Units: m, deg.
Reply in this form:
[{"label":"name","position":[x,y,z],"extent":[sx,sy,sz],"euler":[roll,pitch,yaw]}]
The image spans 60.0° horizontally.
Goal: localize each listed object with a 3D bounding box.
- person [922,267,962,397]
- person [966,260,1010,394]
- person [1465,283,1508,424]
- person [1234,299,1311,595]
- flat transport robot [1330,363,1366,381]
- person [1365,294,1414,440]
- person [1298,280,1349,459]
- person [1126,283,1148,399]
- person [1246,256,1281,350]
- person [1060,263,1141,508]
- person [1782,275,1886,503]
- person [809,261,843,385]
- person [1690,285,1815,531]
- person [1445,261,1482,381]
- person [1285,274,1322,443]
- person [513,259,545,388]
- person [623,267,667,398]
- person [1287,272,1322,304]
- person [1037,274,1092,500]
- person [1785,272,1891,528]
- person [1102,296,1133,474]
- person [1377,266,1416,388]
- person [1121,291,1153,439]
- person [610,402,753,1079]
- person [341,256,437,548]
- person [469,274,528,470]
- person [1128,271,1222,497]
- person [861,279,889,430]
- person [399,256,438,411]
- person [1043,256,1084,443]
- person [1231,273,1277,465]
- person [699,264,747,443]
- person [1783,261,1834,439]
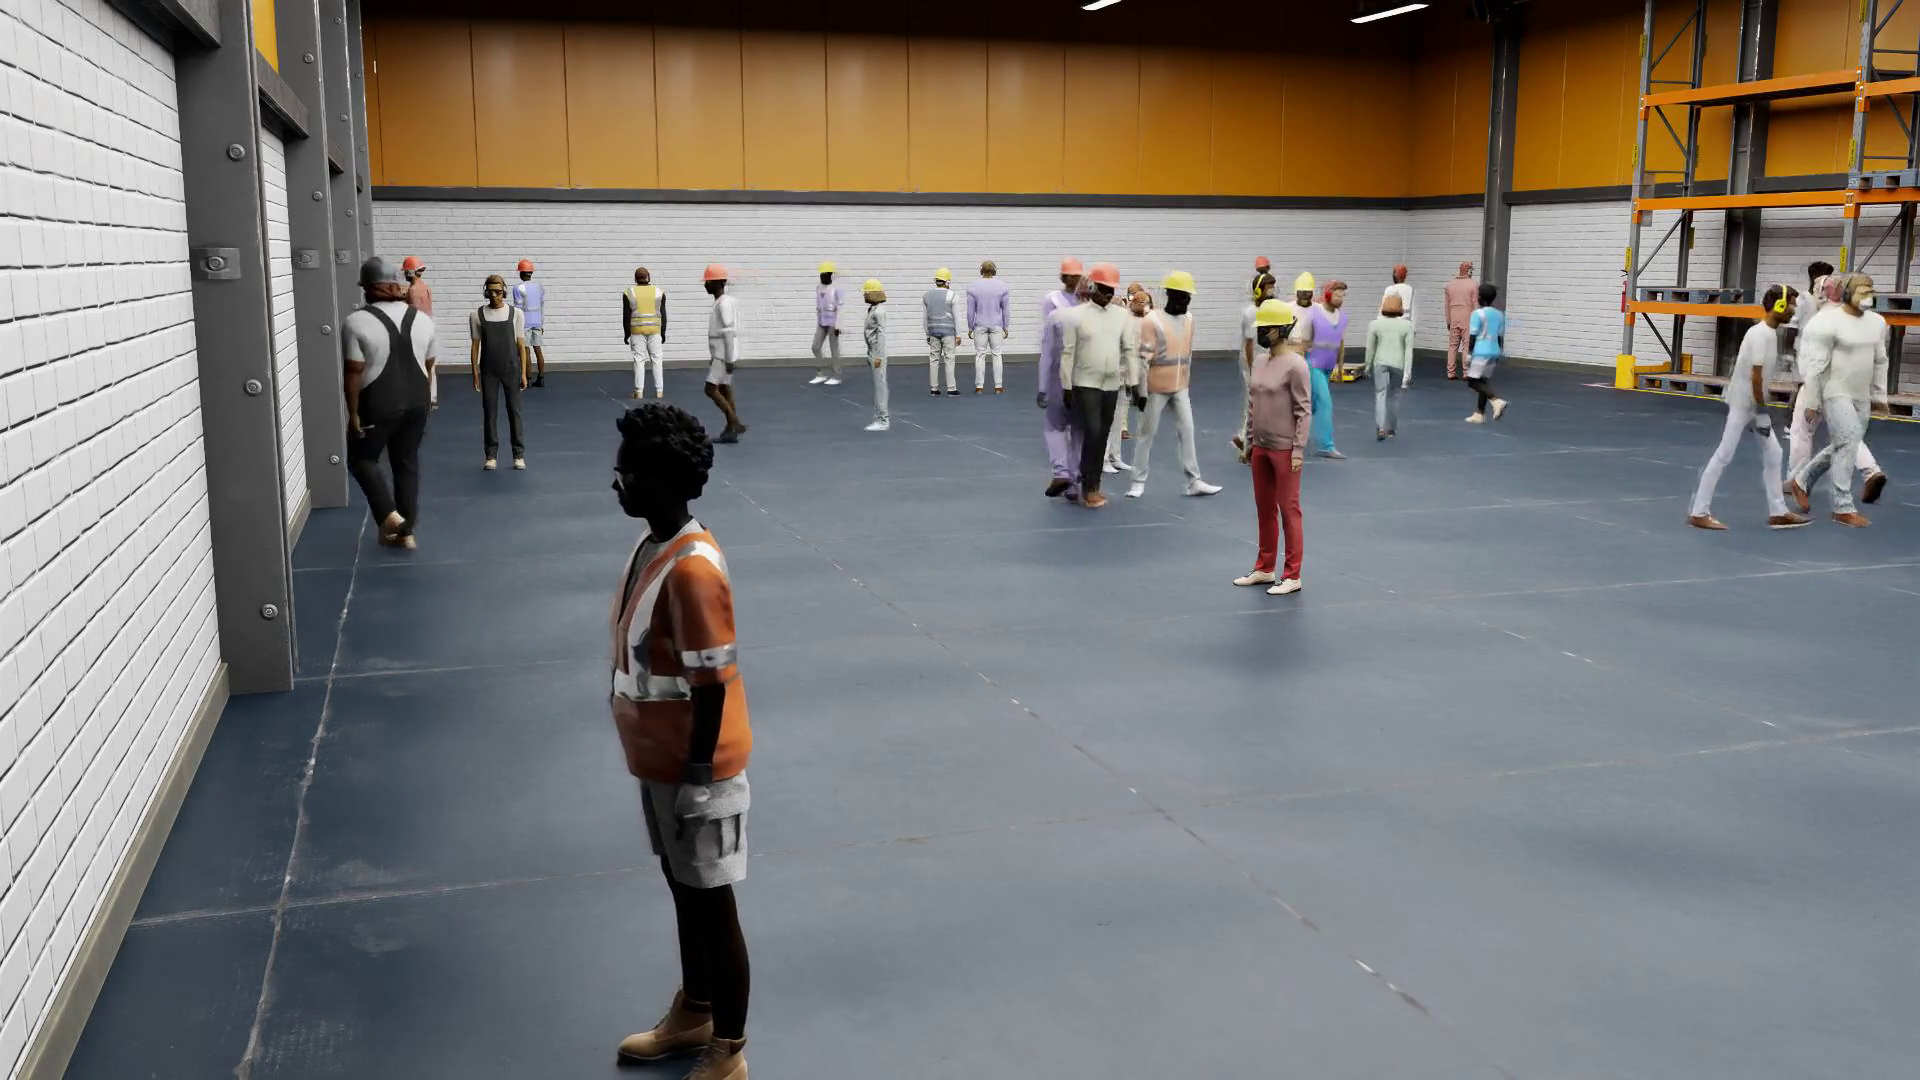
[{"label":"person","position":[-0.234,-2.945,23.633],"extent":[0.590,1.833,0.404],"euler":[5,11,25]},{"label":"person","position":[0.406,-3.075,24.082],"extent":[0.630,1.940,0.372],"euler":[0,10,-1]},{"label":"person","position":[6.269,-2.193,19.700],"extent":[0.533,1.683,0.568],"euler":[-7,12,-36]},{"label":"person","position":[1.877,-0.554,9.987],"extent":[0.327,1.767,0.533],"euler":[-5,11,-26]},{"label":"flat transport robot","position":[6.145,-2.730,26.905],"extent":[0.652,0.197,1.431],"euler":[4,11,22]},{"label":"person","position":[4.715,-1.904,18.293],"extent":[0.505,1.599,0.811],"euler":[3,10,15]},{"label":"person","position":[3.556,-1.727,16.754],"extent":[0.585,1.791,0.873],"euler":[-8,13,-39]},{"label":"person","position":[2.425,-2.745,23.051],"extent":[0.280,1.633,0.499],"euler":[-8,13,-39]},{"label":"person","position":[5.434,-4.081,29.763],"extent":[0.645,1.974,1.068],"euler":[1,10,6]},{"label":"person","position":[1.161,-1.233,13.369],"extent":[0.607,1.957,0.734],"euler":[-5,11,-27]},{"label":"person","position":[7.216,-1.245,13.711],"extent":[0.646,1.871,0.920],"euler":[-5,11,-26]},{"label":"person","position":[-2.097,-3.334,25.645],"extent":[0.612,1.907,0.650],"euler":[9,13,41]},{"label":"person","position":[5.886,-0.960,12.239],"extent":[0.831,1.806,0.539],"euler":[7,12,36]},{"label":"person","position":[8.078,-3.502,26.645],"extent":[0.407,1.908,0.641],"euler":[-8,13,-38]},{"label":"person","position":[3.693,-1.954,17.939],"extent":[0.614,1.817,0.432],"euler":[0,10,3]},{"label":"person","position":[-6.539,-3.270,25.199],"extent":[0.353,1.942,0.545],"euler":[8,12,37]},{"label":"person","position":[-4.439,-2.911,23.429],"extent":[0.619,1.838,0.430],"euler":[-4,10,-21]},{"label":"person","position":[4.971,-2.985,24.052],"extent":[0.526,1.772,0.308],"euler":[4,10,20]},{"label":"person","position":[0.967,-1.241,13.682],"extent":[0.681,1.873,0.452],"euler":[-1,10,-8]},{"label":"person","position":[6.654,-1.081,12.647],"extent":[0.626,1.911,0.868],"euler":[-4,11,-22]},{"label":"person","position":[1.433,-1.448,15.512],"extent":[0.308,1.645,0.517],"euler":[6,12,31]},{"label":"person","position":[6.630,-3.261,25.456],"extent":[0.584,1.843,0.852],"euler":[-6,11,-31]},{"label":"person","position":[1.964,-1.919,18.304],"extent":[0.506,1.628,0.277],"euler":[-6,11,-30]},{"label":"person","position":[-0.665,0.520,3.964],"extent":[0.321,1.696,0.536],"euler":[-4,11,-21]},{"label":"person","position":[-3.932,-0.937,11.407],"extent":[0.551,2.000,0.691],"euler":[9,13,42]},{"label":"person","position":[-4.343,-1.572,15.676],"extent":[0.505,1.842,0.333],"euler":[-2,10,-14]},{"label":"person","position":[1.742,-1.277,13.840],"extent":[0.661,1.888,0.637],"euler":[-7,12,-35]},{"label":"person","position":[-0.964,-2.123,19.215],"extent":[0.412,1.756,0.496],"euler":[-2,10,-13]},{"label":"person","position":[-7.002,-2.656,21.492],"extent":[0.396,1.992,0.623],"euler":[0,10,-1]},{"label":"person","position":[1.180,-2.066,18.046],"extent":[0.616,2.015,0.950],"euler":[-3,10,-19]},{"label":"person","position":[2.852,-1.617,15.918],"extent":[0.400,1.845,0.539],"euler":[6,11,30]},{"label":"person","position":[-2.558,-1.971,17.735],"extent":[0.413,1.923,0.546],"euler":[-2,10,-9]},{"label":"person","position":[9.223,-2.038,18.034],"extent":[0.629,1.947,0.522],"euler":[-6,11,-30]}]
